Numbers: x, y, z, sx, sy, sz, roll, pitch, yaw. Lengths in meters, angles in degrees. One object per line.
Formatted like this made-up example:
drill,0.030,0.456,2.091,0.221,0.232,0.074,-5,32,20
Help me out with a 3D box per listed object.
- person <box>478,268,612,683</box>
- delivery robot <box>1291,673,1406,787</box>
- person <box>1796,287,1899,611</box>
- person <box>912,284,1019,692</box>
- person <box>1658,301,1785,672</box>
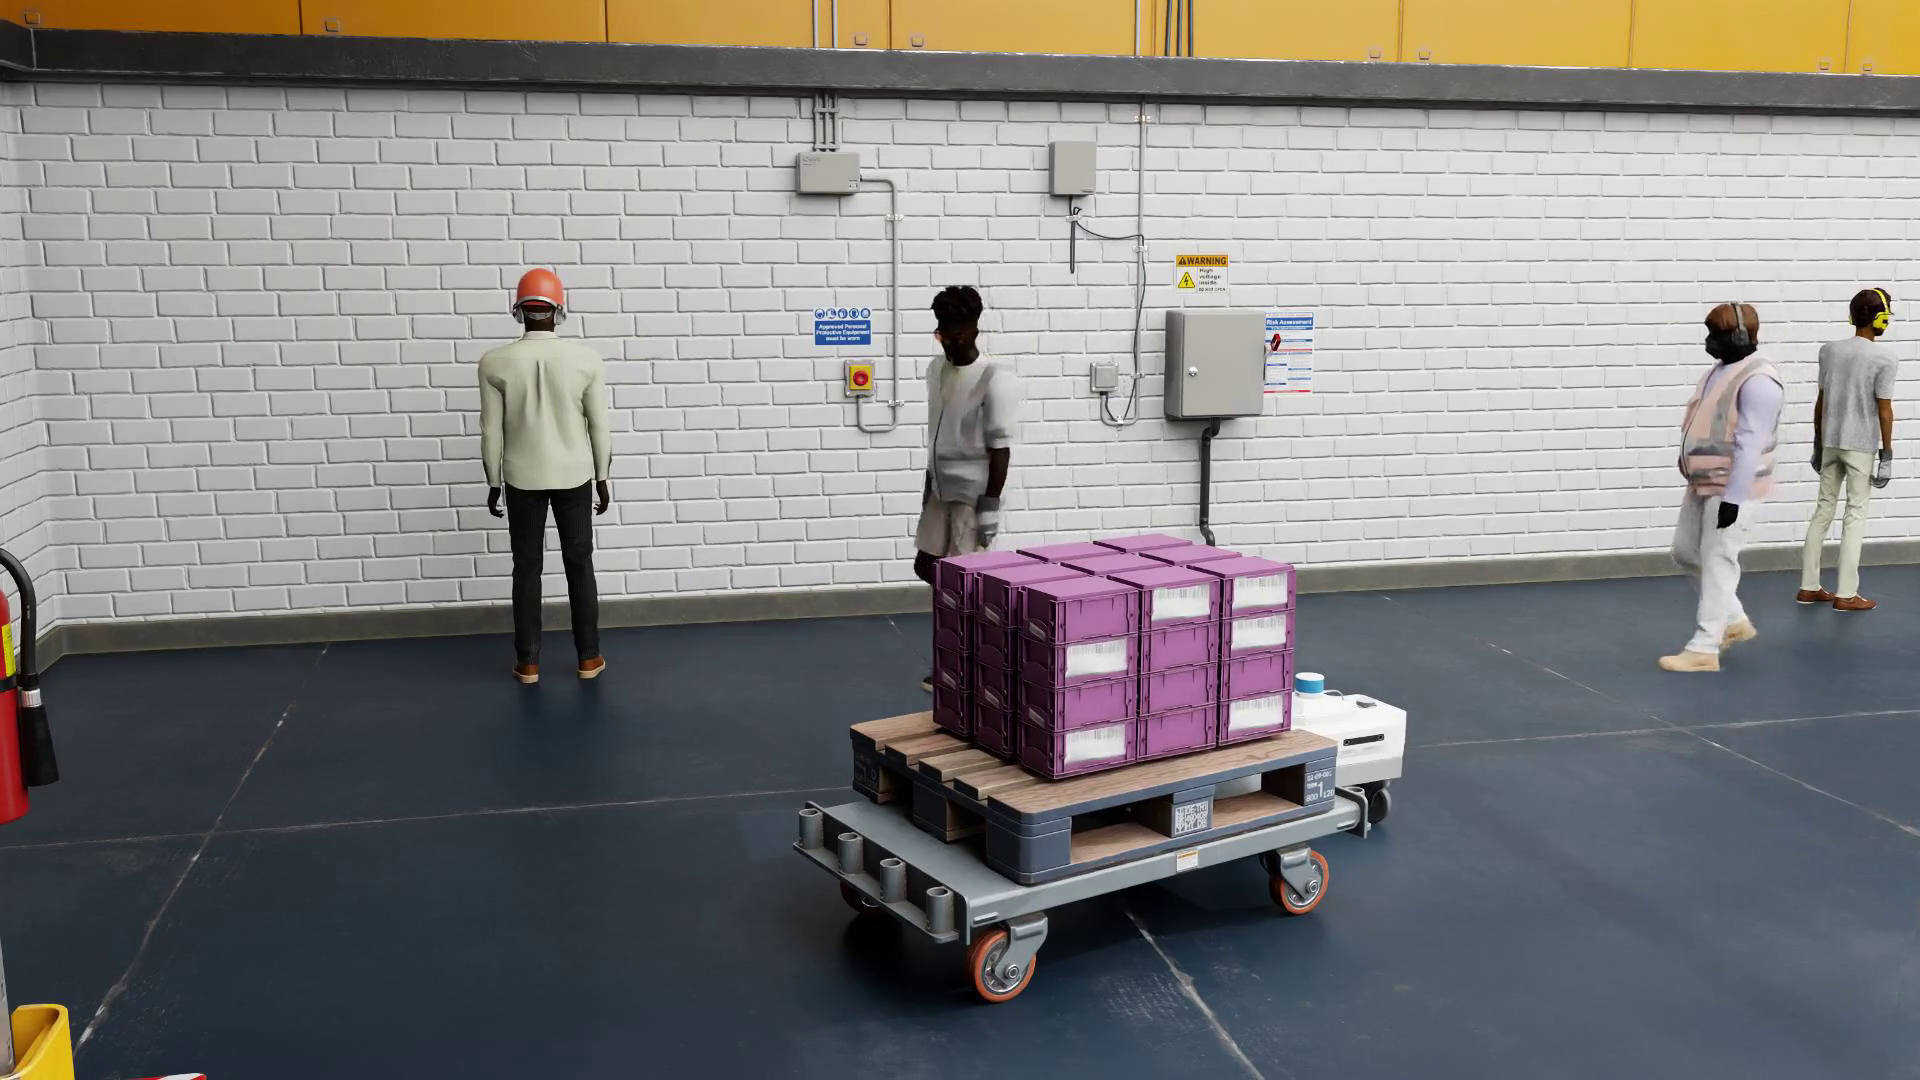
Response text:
person,-1.990,-0.302,8.031,0.612,1.995,0.382,-3,11,-15
delivery robot,1.268,0.727,6.059,0.707,0.478,0.477,-5,11,-24
person,5.137,-0.513,9.585,0.333,1.866,0.514,-5,11,-24
person,0.011,-0.225,7.782,0.513,1.928,0.690,-8,13,-37
person,3.749,-0.253,8.212,0.477,1.837,0.636,0,10,2
